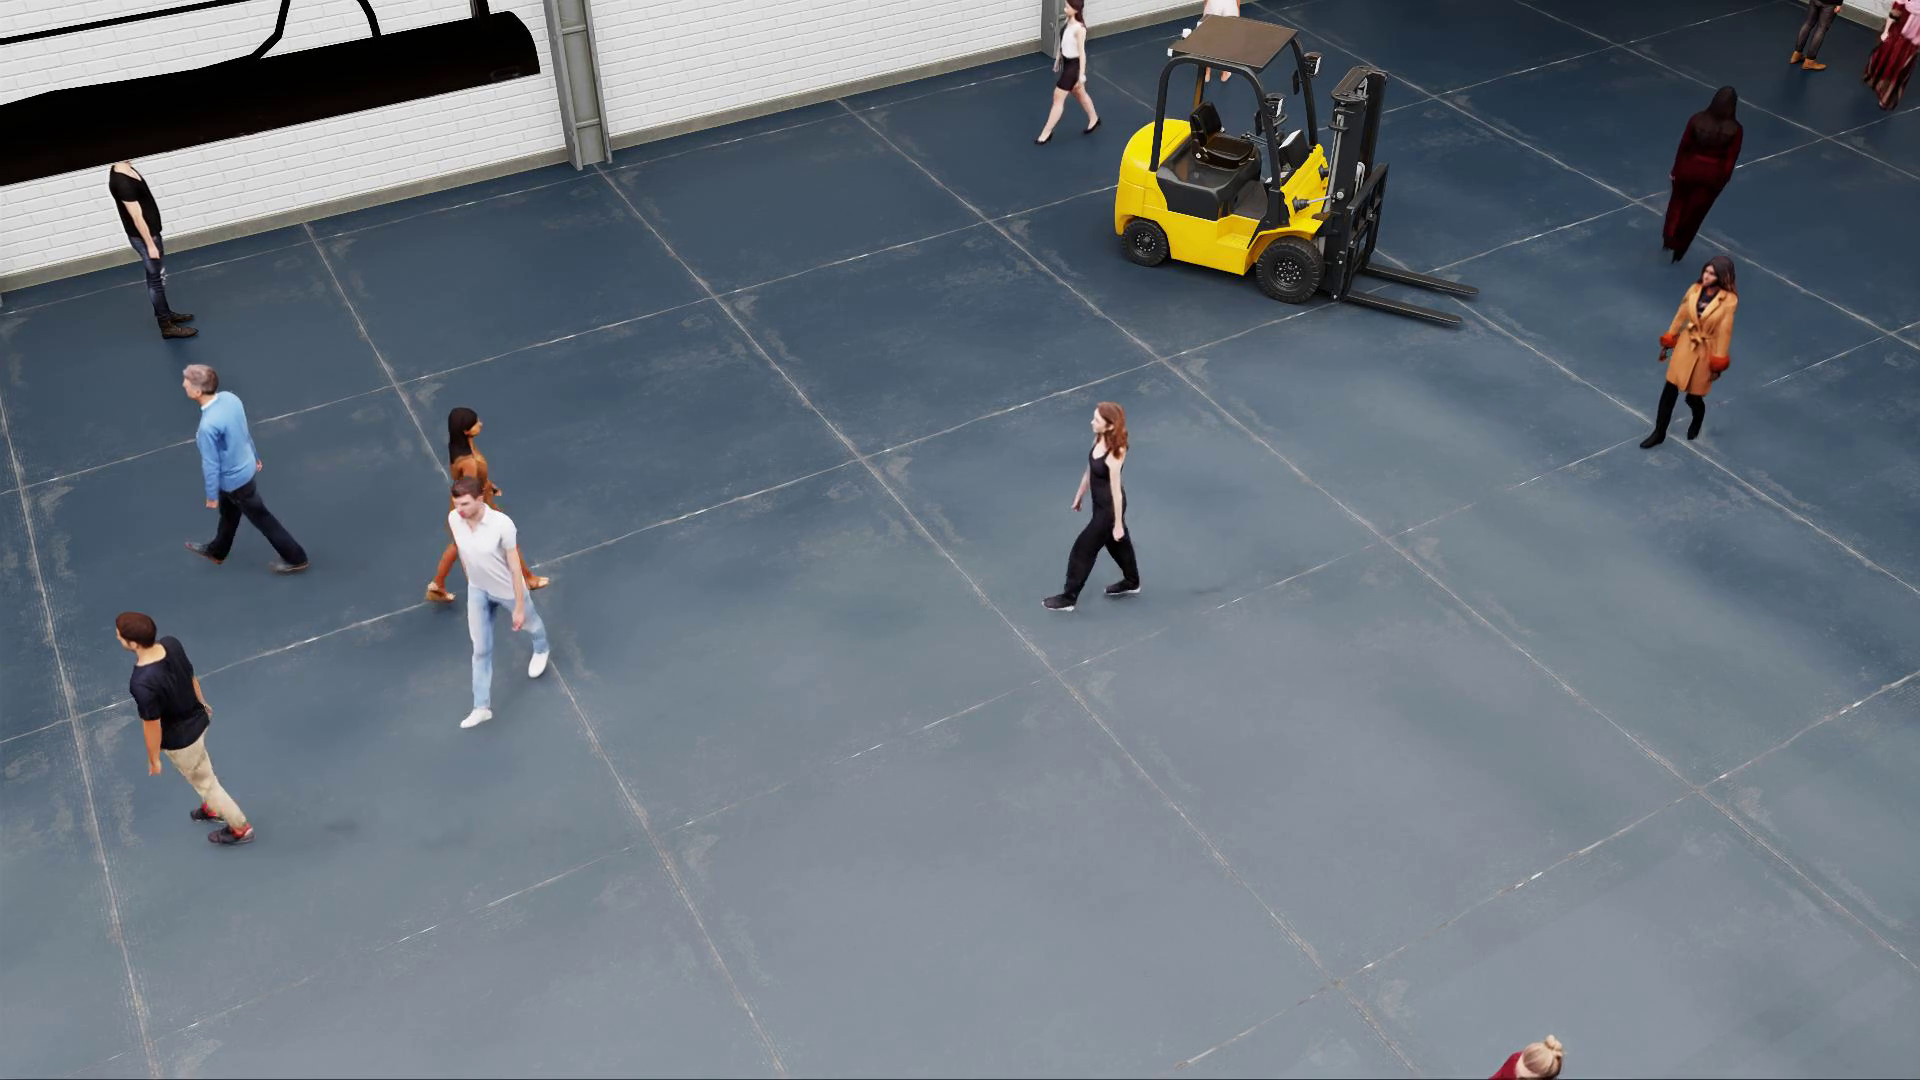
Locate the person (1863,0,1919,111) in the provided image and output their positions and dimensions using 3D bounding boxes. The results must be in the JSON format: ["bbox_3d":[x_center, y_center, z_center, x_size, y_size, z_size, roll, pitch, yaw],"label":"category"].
[{"bbox_3d":[10.515,-5.658,18.548,0.941,1.627,1.014,12,40,14],"label":"person"}]

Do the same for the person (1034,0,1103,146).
[{"bbox_3d":[1.267,-5.017,17.772,1.096,1.594,0.709,-12,40,-15],"label":"person"}]

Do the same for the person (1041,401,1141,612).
[{"bbox_3d":[1.130,-0.240,11.697,1.081,1.710,0.813,-8,39,-10],"label":"person"}]

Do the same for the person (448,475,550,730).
[{"bbox_3d":[-2.996,0.288,10.969,1.207,1.793,1.247,8,39,10],"label":"person"}]

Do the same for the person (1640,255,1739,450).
[{"bbox_3d":[5.886,-1.481,13.245,0.770,1.717,0.756,-23,44,-26],"label":"person"}]

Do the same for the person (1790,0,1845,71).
[{"bbox_3d":[10.096,-6.361,19.351,0.615,1.722,0.702,-10,40,-13],"label":"person"}]

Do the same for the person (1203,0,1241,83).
[{"bbox_3d":[2.988,-6.104,19.052,0.646,1.695,0.723,5,39,6],"label":"person"}]

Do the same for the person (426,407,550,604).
[{"bbox_3d":[-3.494,-0.189,11.688,1.086,1.642,0.587,-18,42,-21],"label":"person"}]

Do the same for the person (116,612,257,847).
[{"bbox_3d":[-4.514,1.136,9.868,0.851,1.842,0.814,-1,39,-1],"label":"person"}]

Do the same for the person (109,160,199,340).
[{"bbox_3d":[-7.164,-2.681,14.606,0.560,1.895,0.697,-16,41,-20],"label":"person"}]

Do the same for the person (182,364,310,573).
[{"bbox_3d":[-5.103,-0.470,11.931,1.228,1.778,1.002,-3,39,-4],"label":"person"}]

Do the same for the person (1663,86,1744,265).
[{"bbox_3d":[6.917,-3.375,15.594,0.835,1.746,0.889,22,44,25],"label":"person"}]

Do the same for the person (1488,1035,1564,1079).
[{"bbox_3d":[2.567,2.873,7.801,0.534,1.708,0.641,-15,41,-18],"label":"person"}]
